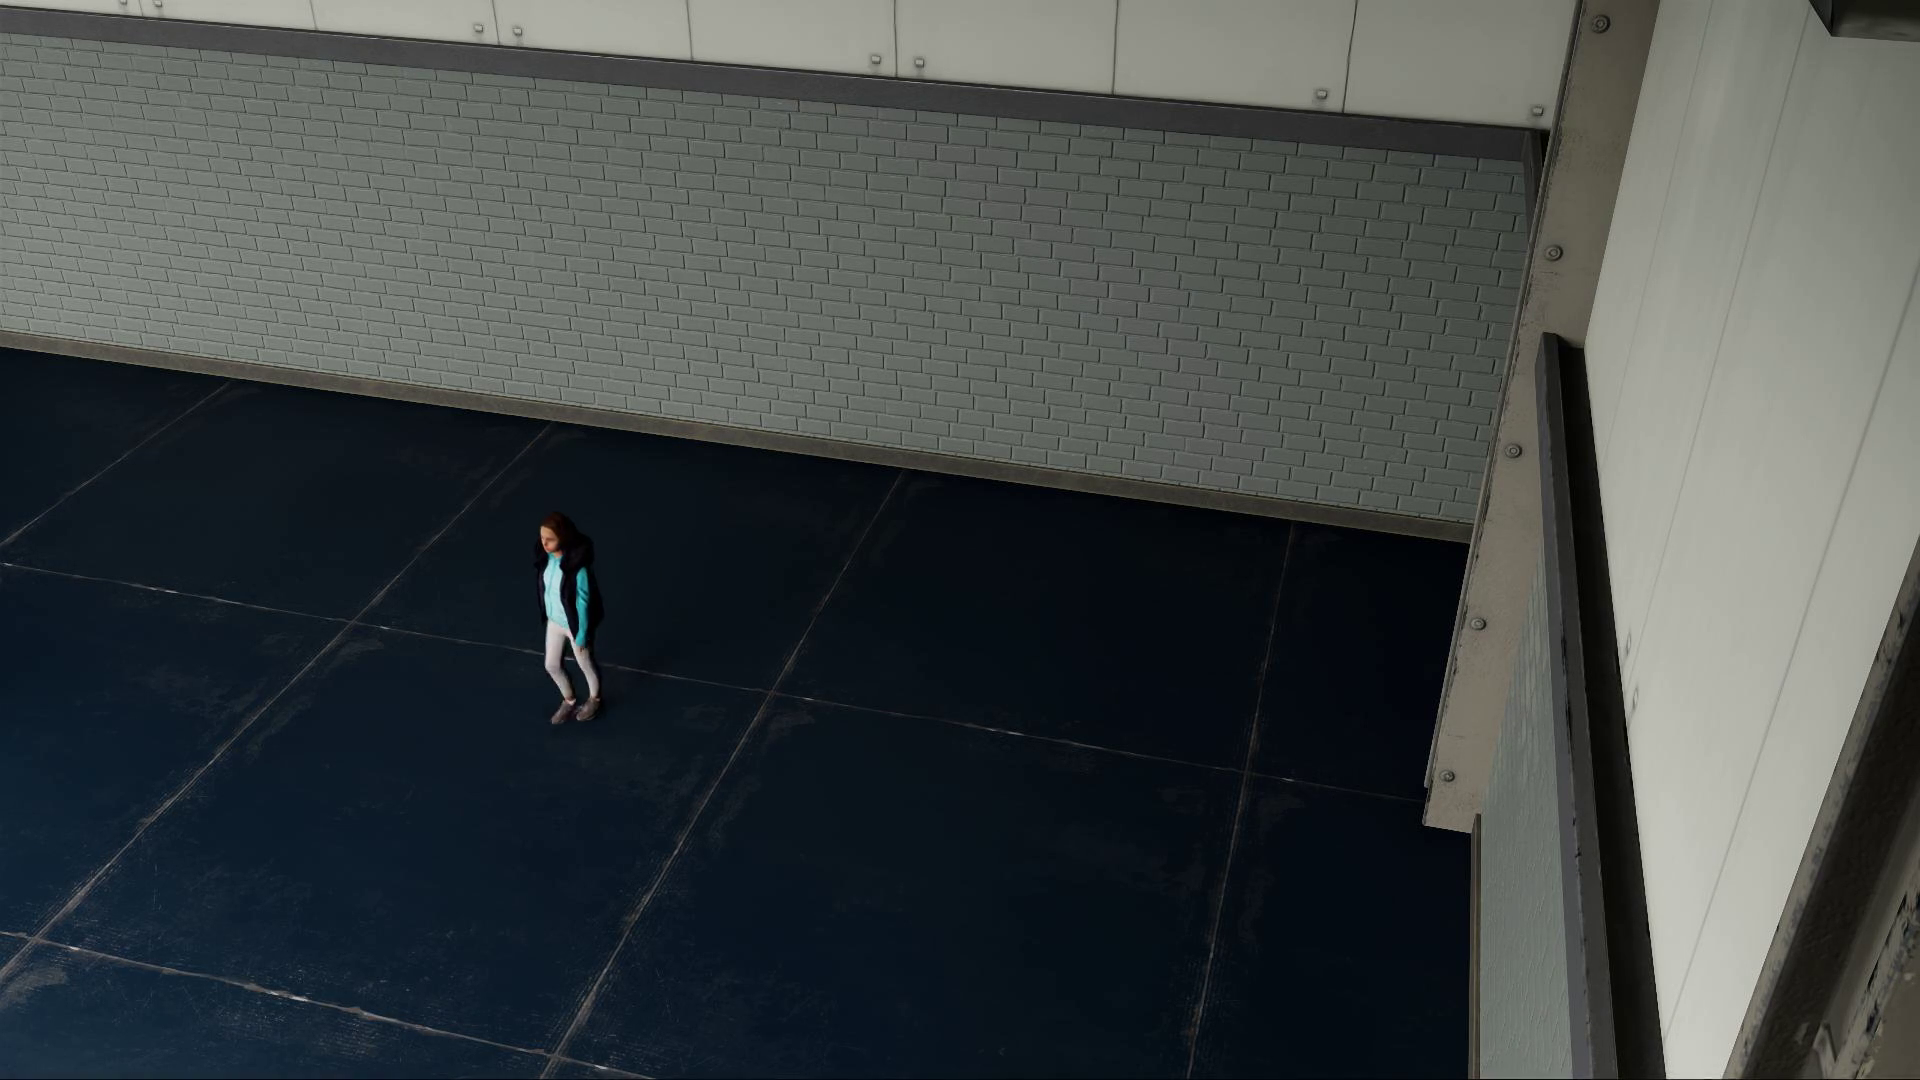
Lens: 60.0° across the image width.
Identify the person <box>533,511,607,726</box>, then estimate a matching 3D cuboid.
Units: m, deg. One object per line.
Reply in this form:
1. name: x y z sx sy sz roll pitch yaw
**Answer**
1. person: -2.283 0.436 9.976 0.671 1.492 0.730 20 37 28
